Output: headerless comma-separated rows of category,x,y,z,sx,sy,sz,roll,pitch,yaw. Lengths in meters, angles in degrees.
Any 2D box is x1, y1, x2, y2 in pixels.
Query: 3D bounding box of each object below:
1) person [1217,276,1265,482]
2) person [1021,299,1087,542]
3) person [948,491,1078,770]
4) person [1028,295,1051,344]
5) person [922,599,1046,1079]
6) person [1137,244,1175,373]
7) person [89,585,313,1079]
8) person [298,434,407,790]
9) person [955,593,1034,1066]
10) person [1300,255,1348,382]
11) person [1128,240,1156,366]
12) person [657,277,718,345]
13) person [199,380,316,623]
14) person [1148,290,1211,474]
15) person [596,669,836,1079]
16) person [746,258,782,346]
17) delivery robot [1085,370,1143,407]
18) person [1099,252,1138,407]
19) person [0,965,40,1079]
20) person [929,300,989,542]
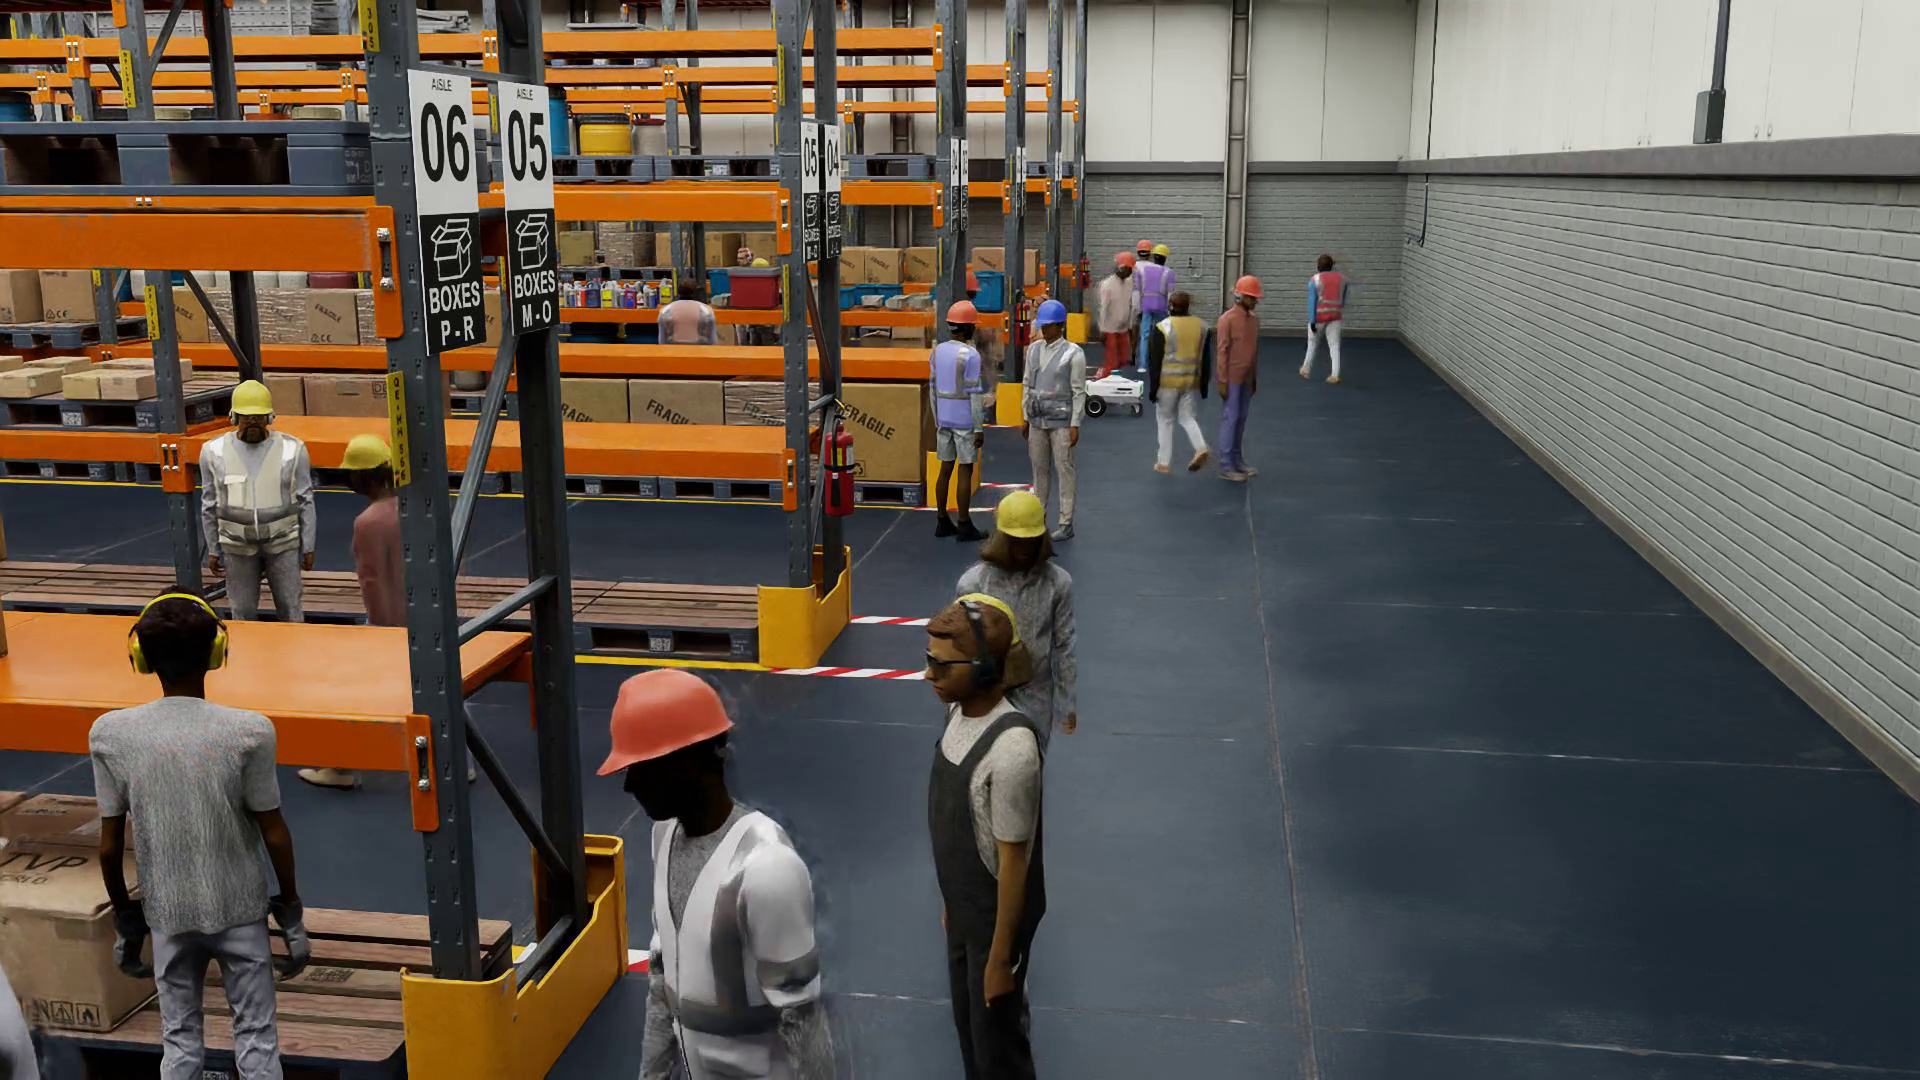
person,2.719,-1.562,16.097,0.428,1.975,0.626,11,17,42
person,0.741,-0.968,13.452,0.601,1.949,0.385,11,16,40
person,0.227,0.647,6.651,0.518,1.719,0.517,-4,13,-16
person,0.934,-1.878,18.290,0.313,1.631,0.525,-8,15,-31
person,0.059,1.050,4.595,0.331,1.838,0.507,-4,13,-16
person,2.901,-3.423,24.680,0.594,1.888,0.639,5,14,23
person,-2.059,1.036,4.572,0.532,1.876,0.321,-1,13,-5
person,-2.799,0.359,7.960,0.849,1.726,0.546,1,13,7
person,0.074,1.006,5.031,0.320,1.736,0.487,0,12,-1
person,5.195,-3.153,23.688,0.620,1.795,0.978,-3,13,-12
person,2.813,-3.644,25.596,0.541,1.928,0.398,2,13,7
person,-2.907,-1.892,17.868,0.634,1.841,0.429,-1,13,-2
person,-3.923,0.008,9.335,0.592,1.826,0.404,-4,13,-19
person,2.182,-1.525,16.268,0.665,1.817,0.626,-5,14,-23
person,-0.561,1.233,3.654,0.673,1.896,0.639,-10,16,-37
person,-2.617,-2.800,21.987,0.603,1.830,0.404,9,16,36
delivery robot,1.889,-1.835,20.322,0.707,0.478,0.477,1,13,6
person,1.962,-2.673,21.136,0.720,1.960,0.503,-12,17,-42
person,-2.044,1.374,3.381,0.373,1.731,0.580,-11,16,-40
person,0.007,-0.962,13.452,0.375,1.935,0.551,-11,17,-41
